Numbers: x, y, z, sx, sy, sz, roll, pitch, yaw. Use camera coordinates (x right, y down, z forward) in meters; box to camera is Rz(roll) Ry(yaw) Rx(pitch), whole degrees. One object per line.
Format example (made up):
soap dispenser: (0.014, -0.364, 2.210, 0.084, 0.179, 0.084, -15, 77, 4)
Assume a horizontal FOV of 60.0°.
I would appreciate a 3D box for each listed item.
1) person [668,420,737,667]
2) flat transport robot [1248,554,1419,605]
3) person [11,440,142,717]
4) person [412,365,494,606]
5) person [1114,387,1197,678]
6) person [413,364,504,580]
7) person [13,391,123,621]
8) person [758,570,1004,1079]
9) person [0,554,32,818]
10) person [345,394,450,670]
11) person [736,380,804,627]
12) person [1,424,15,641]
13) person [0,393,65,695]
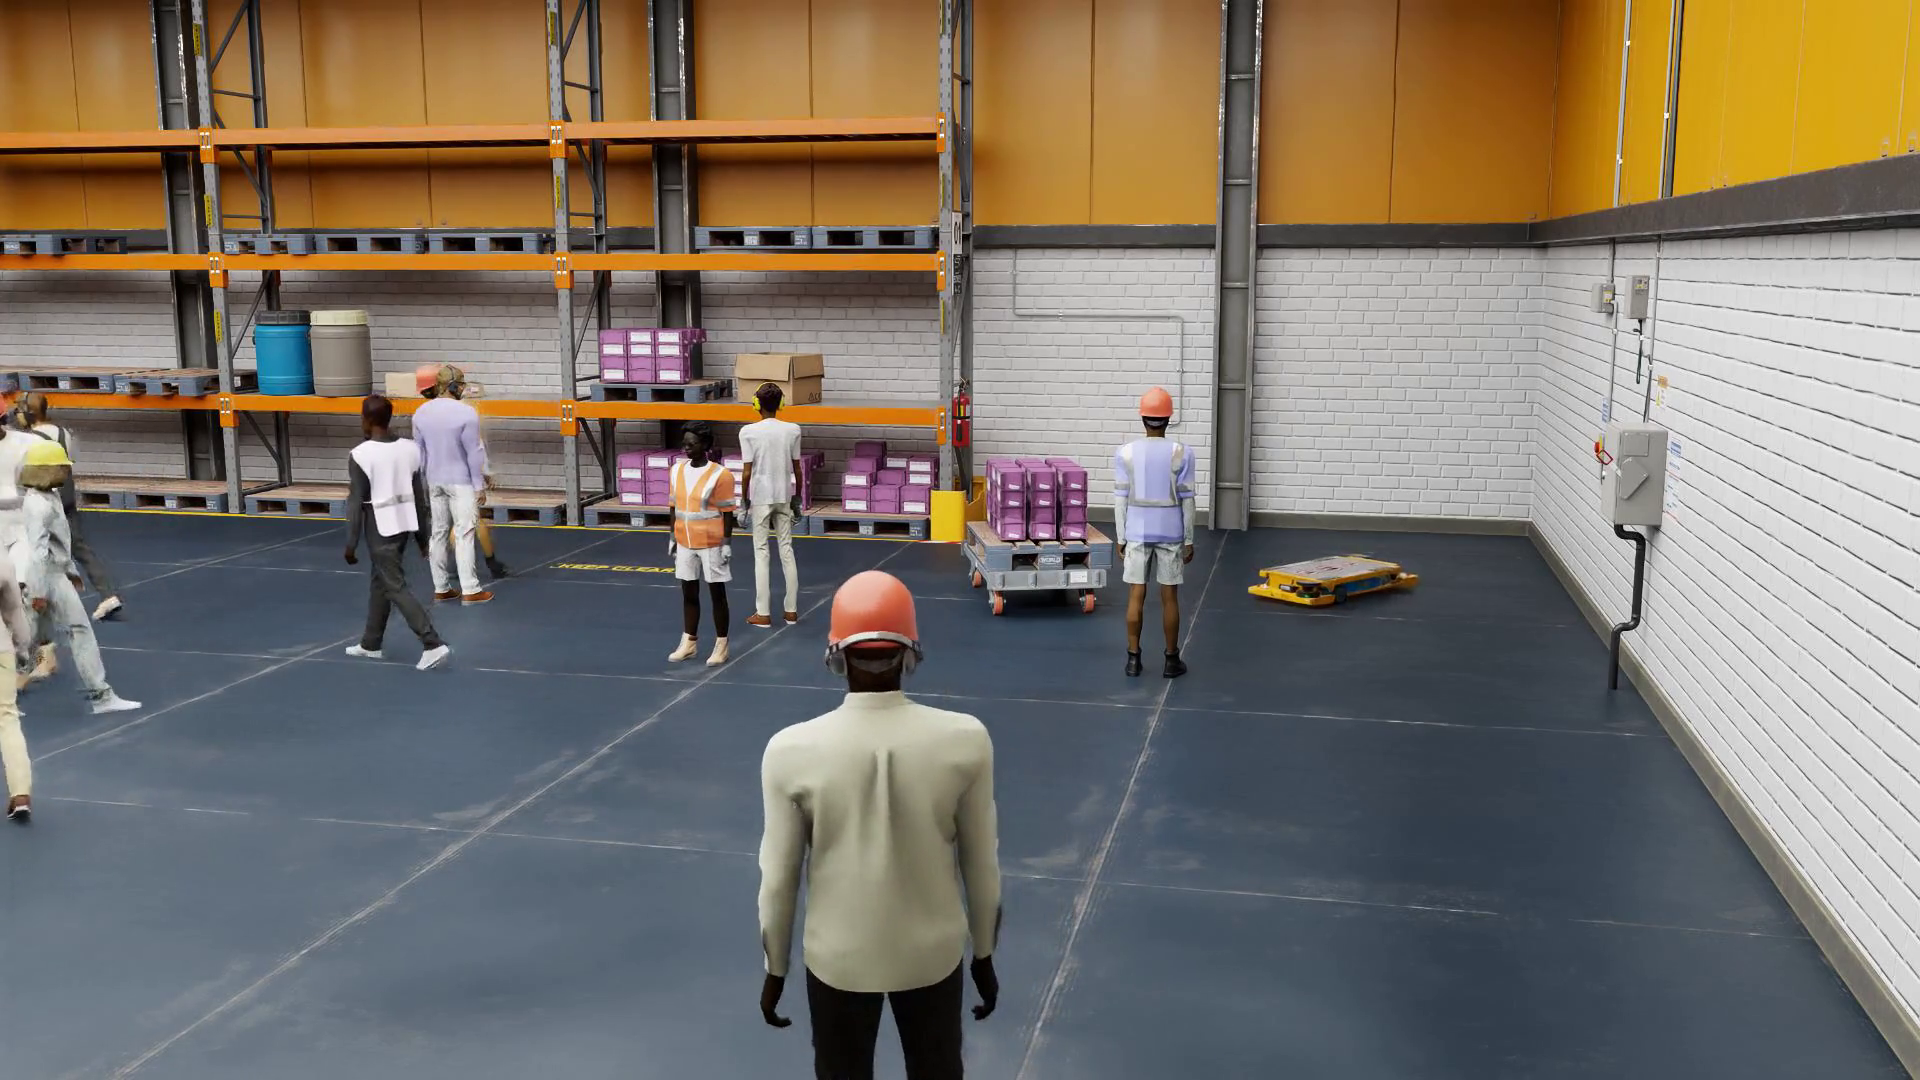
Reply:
person: (-1.776, 0.019, 11.405, 0.533, 1.697, 0.322, 5, 11, 27)
flat transport robot: (3.120, 0.319, 13.845, 1.431, 0.197, 0.652, -8, 12, -39)
person: (-5.566, 0.245, 10.083, 0.851, 1.707, 0.484, -6, 11, -33)
person: (-4.089, -0.435, 13.398, 0.627, 1.936, 0.374, 4, 10, 22)
person: (1.295, -0.043, 11.056, 0.545, 1.942, 0.352, 2, 10, 14)
person: (-4.357, -0.583, 14.420, 0.485, 1.885, 0.703, 8, 13, 40)
person: (-6.926, -0.255, 12.756, 0.989, 1.799, 0.526, 3, 10, 17)
person: (-0.202, 1.065, 4.342, 0.629, 1.993, 0.398, -2, 10, -10)
person: (-4.921, 0.594, 8.336, 0.882, 1.587, 0.523, 8, 13, 41)
person: (-3.878, -0.058, 11.365, 0.998, 1.878, 0.601, 4, 11, 24)
person: (-1.443, -0.269, 12.621, 0.538, 1.864, 0.313, -5, 11, -28)
person: (-6.578, -0.115, 11.176, 0.373, 2.043, 0.615, 2, 10, 10)
person: (-6.129, 0.000, 10.662, 0.631, 1.981, 0.902, 0, 10, 0)
